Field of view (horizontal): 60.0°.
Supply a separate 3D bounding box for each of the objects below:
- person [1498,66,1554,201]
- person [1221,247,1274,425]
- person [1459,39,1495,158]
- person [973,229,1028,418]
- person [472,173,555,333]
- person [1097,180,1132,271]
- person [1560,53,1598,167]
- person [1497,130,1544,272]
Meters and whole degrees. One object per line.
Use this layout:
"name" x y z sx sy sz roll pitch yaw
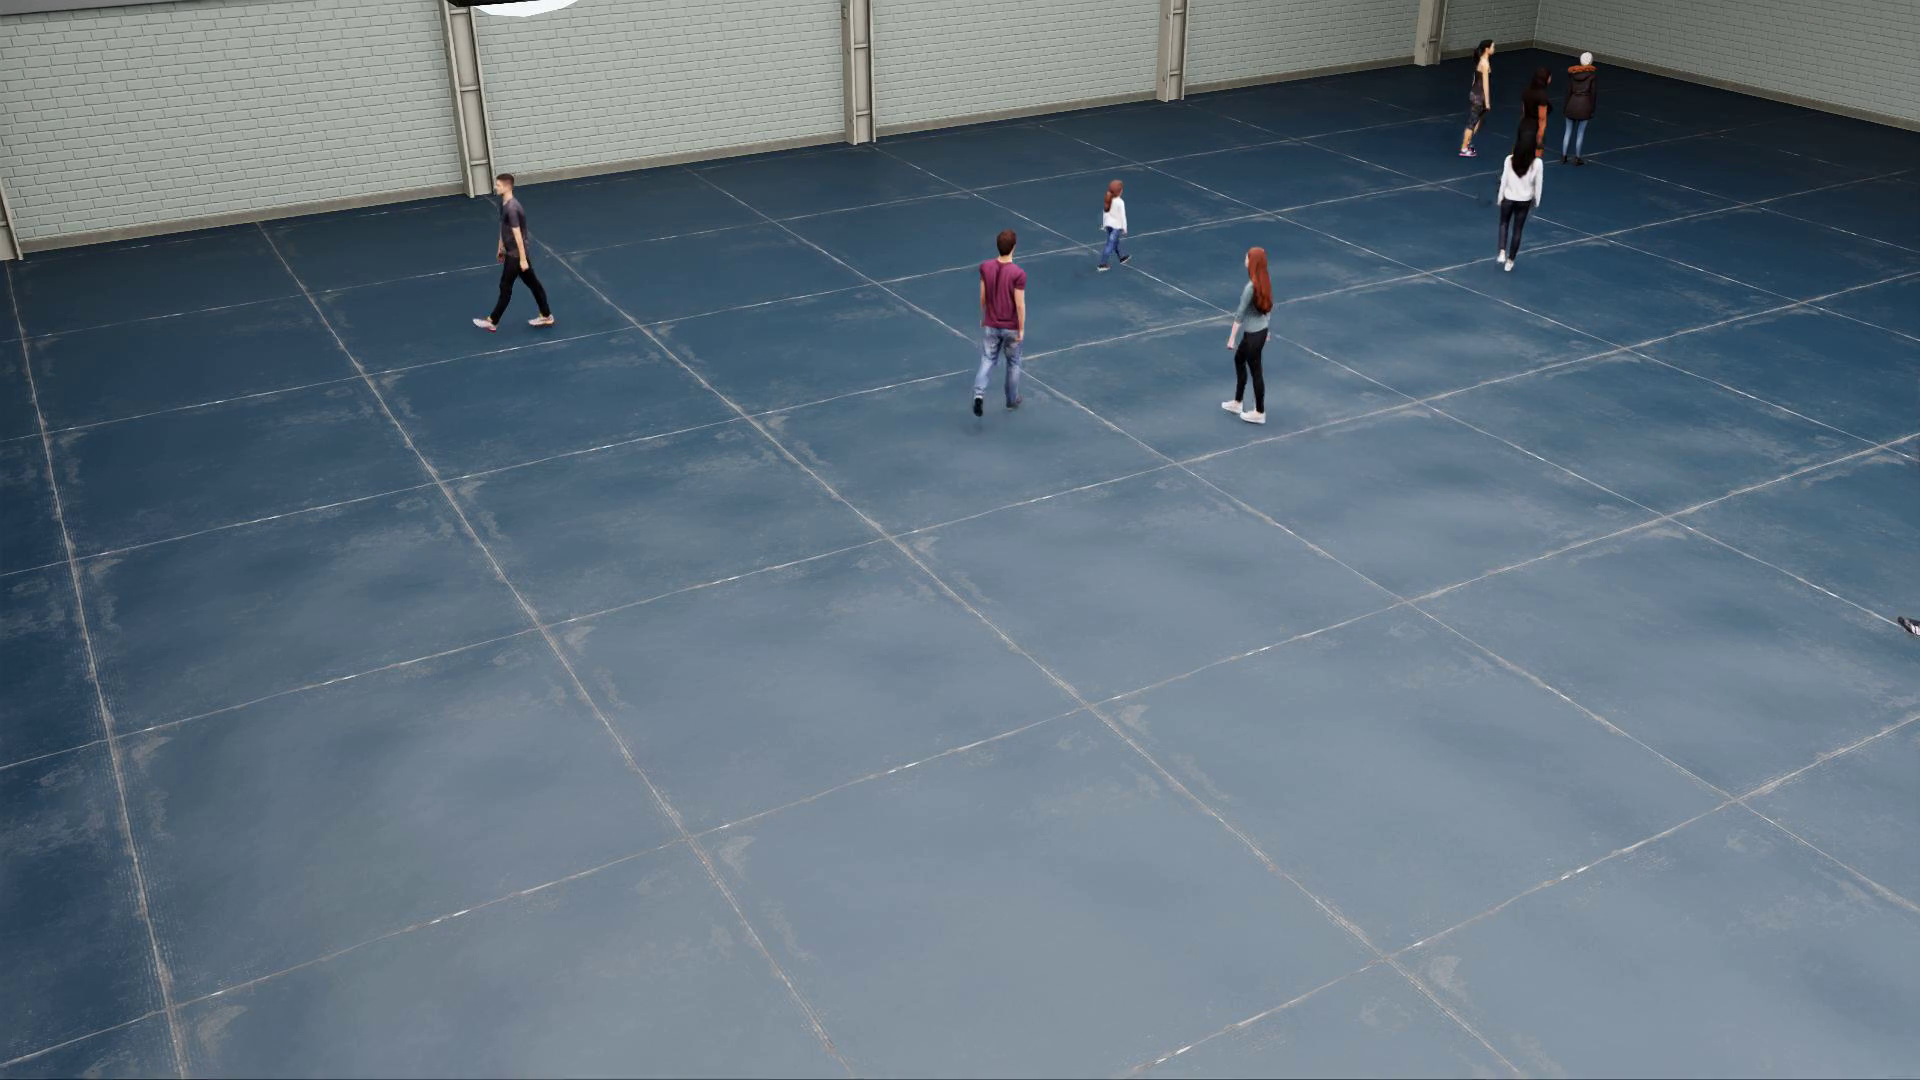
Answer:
"person" 7.689 -5.475 22.585 1.009 1.837 0.763 -8 28 -15
"person" 2.859 -1.901 15.763 0.815 1.729 0.780 18 32 31
"person" 7.667 -6.616 24.929 0.739 1.719 0.695 3 27 5
"person" 0.367 -2.050 15.934 1.016 1.837 1.135 12 30 22
"person" -4.744 -3.112 18.121 1.150 1.723 0.778 -10 29 -19
"person" 1.831 -3.799 20.153 0.821 1.084 0.525 -20 33 -33
"person" 9.132 -6.365 24.537 0.726 1.633 0.738 19 33 32
"person" 6.690 -4.061 20.002 0.762 1.687 0.809 10 29 19
